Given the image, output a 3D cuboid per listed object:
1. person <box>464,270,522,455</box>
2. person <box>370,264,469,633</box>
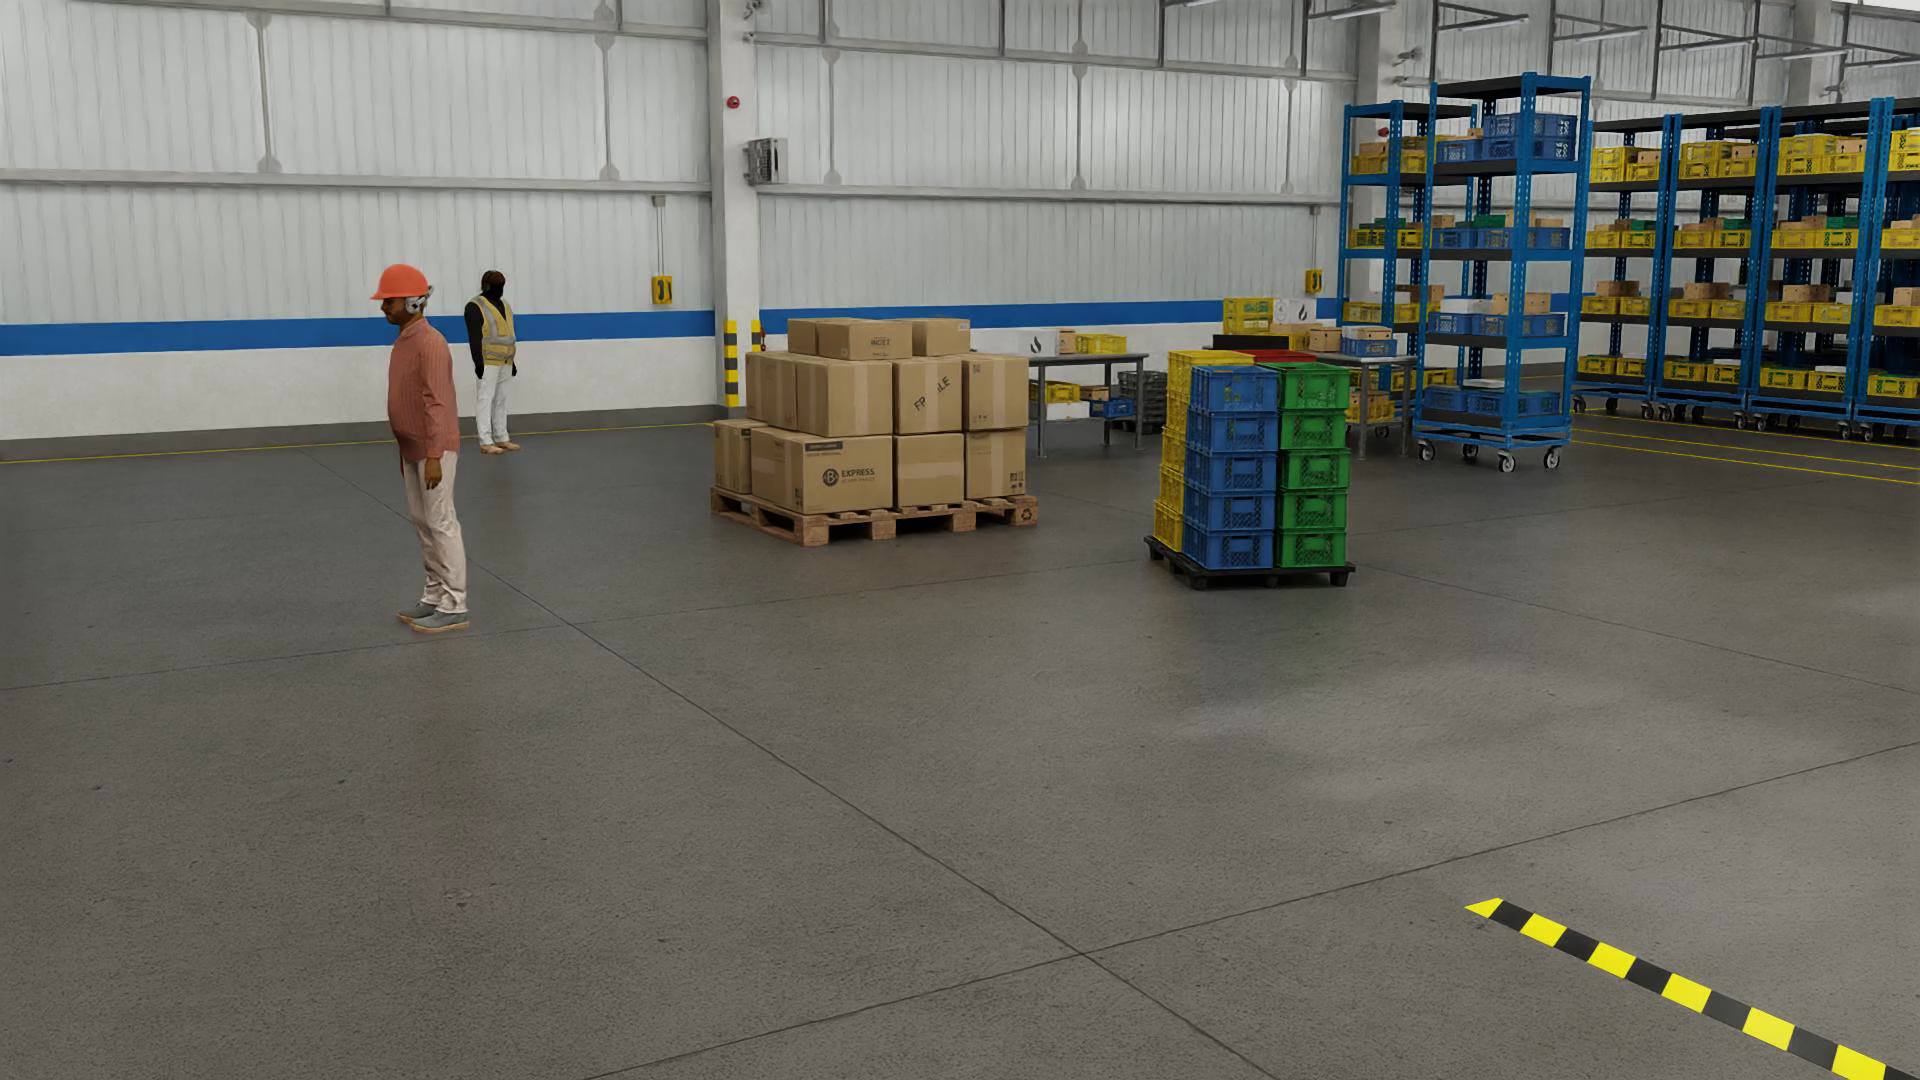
[{"bbox_3d":[-4.678,-1.784,16.738,0.429,1.838,0.621,4,11,20],"label":"person"},{"bbox_3d":[-2.932,-0.492,9.012,0.412,1.987,0.607,-8,13,-37],"label":"person"}]
